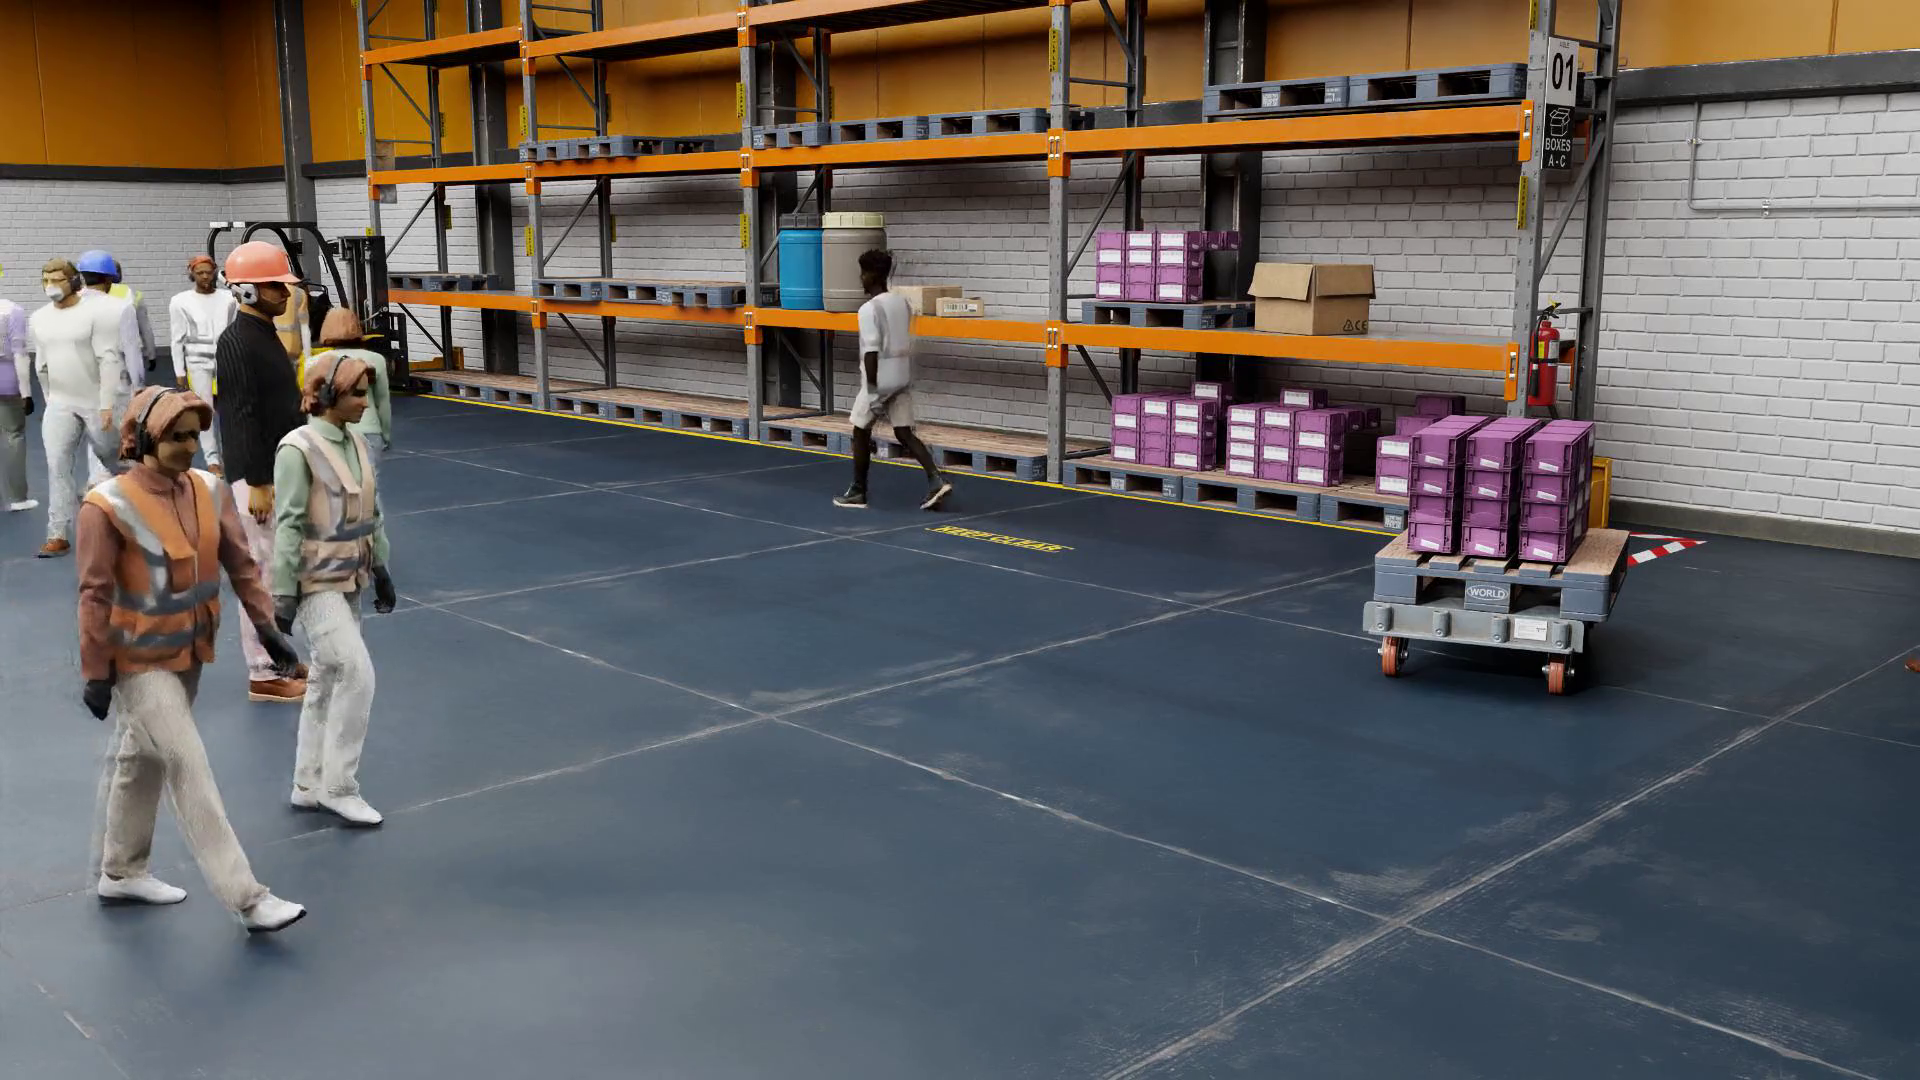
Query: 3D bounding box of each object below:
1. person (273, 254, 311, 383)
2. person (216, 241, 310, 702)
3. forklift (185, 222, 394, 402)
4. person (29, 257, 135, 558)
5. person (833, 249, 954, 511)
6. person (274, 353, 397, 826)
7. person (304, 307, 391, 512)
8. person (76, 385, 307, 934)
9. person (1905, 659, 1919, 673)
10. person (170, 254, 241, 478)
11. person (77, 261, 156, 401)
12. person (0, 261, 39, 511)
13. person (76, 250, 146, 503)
[{"bbox_3d":[-6.456,-1.806,15.815,0.554,1.902,0.985,-8,13,-36],"label":"person"},{"bbox_3d":[-3.023,-0.295,7.281,0.382,1.995,0.612,-2,11,-12],"label":"person"},{"bbox_3d":[-8.169,-2.758,20.163,2.313,2.155,1.214,-10,14,-44],"label":"forklift"},{"bbox_3d":[-5.670,-0.883,10.794,0.645,1.901,1.021,1,10,6],"label":"person"},{"bbox_3d":[-0.490,-1.165,12.211,0.919,1.935,0.607,7,13,34],"label":"person"},{"bbox_3d":[-2.122,0.169,5.745,0.548,1.612,0.530,1,10,7],"label":"person"},{"bbox_3d":[-3.762,-0.640,10.276,0.509,1.583,0.877,-5,12,-27],"label":"person"},{"bbox_3d":[-2.234,0.350,4.823,0.856,1.587,0.535,2,11,13],"label":"person"},{"bbox_3d":[4.693,-0.216,7.281,0.508,1.844,0.846,-4,11,-23],"label":"person"},{"bbox_3d":[-6.186,-1.422,13.774,0.599,1.862,0.582,-7,13,-34],"label":"person"},{"bbox_3d":[-7.874,-1.715,15.552,0.651,1.797,0.929,-3,11,-16],"label":"person"},{"bbox_3d":[-7.019,-1.111,11.984,0.588,1.907,0.697,0,10,-1],"label":"person"},{"bbox_3d":[-6.040,-1.050,11.591,0.631,1.931,0.713,2,11,9],"label":"person"}]
